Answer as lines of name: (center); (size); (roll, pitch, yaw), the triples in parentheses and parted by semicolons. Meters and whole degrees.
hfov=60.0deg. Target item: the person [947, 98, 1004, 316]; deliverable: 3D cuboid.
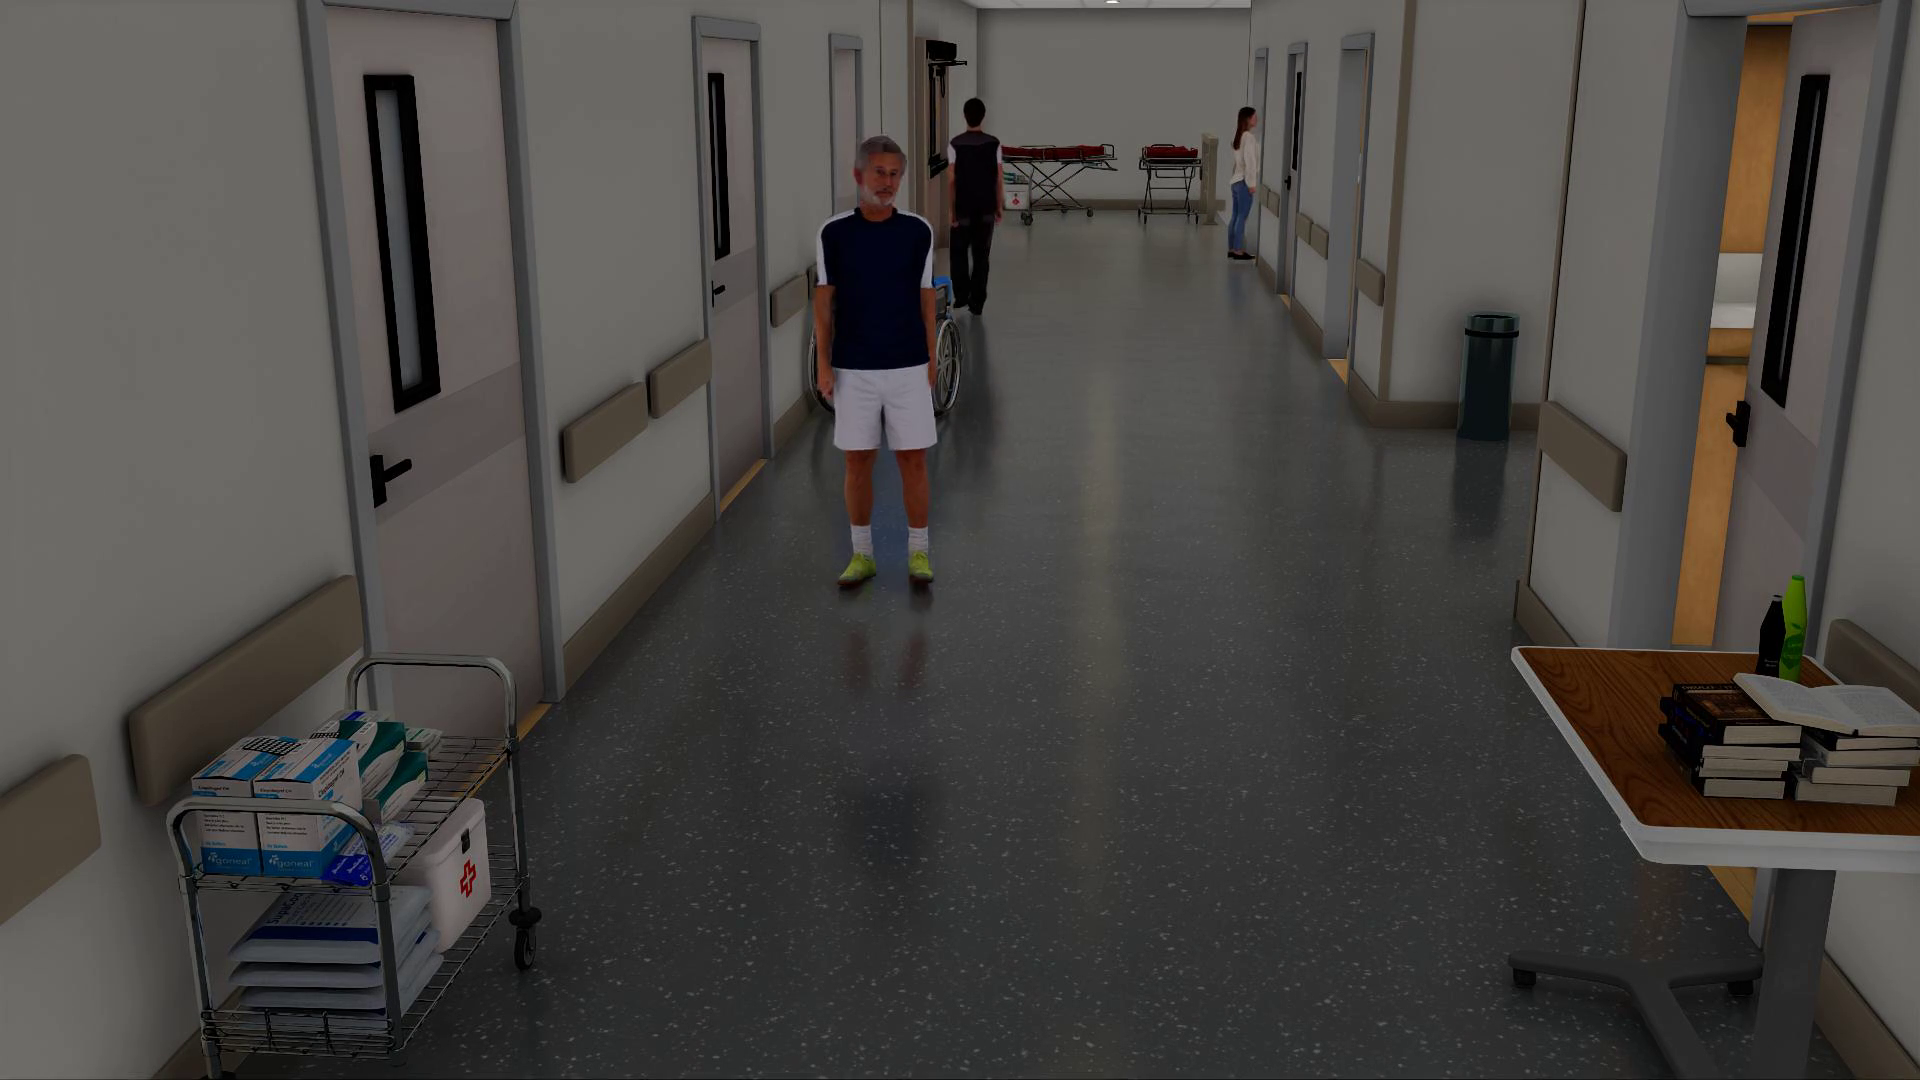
person: (0.139, -2.851, 14.355); (0.705, 1.835, 0.687); (-1, 16, -5)

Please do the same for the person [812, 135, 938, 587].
person: (-0.330, -0.726, 6.808); (0.693, 1.839, 0.680); (1, 16, 3)

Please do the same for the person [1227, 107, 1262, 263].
person: (3.179, -3.991, 18.662); (0.727, 1.691, 0.555); (-2, 16, -7)
